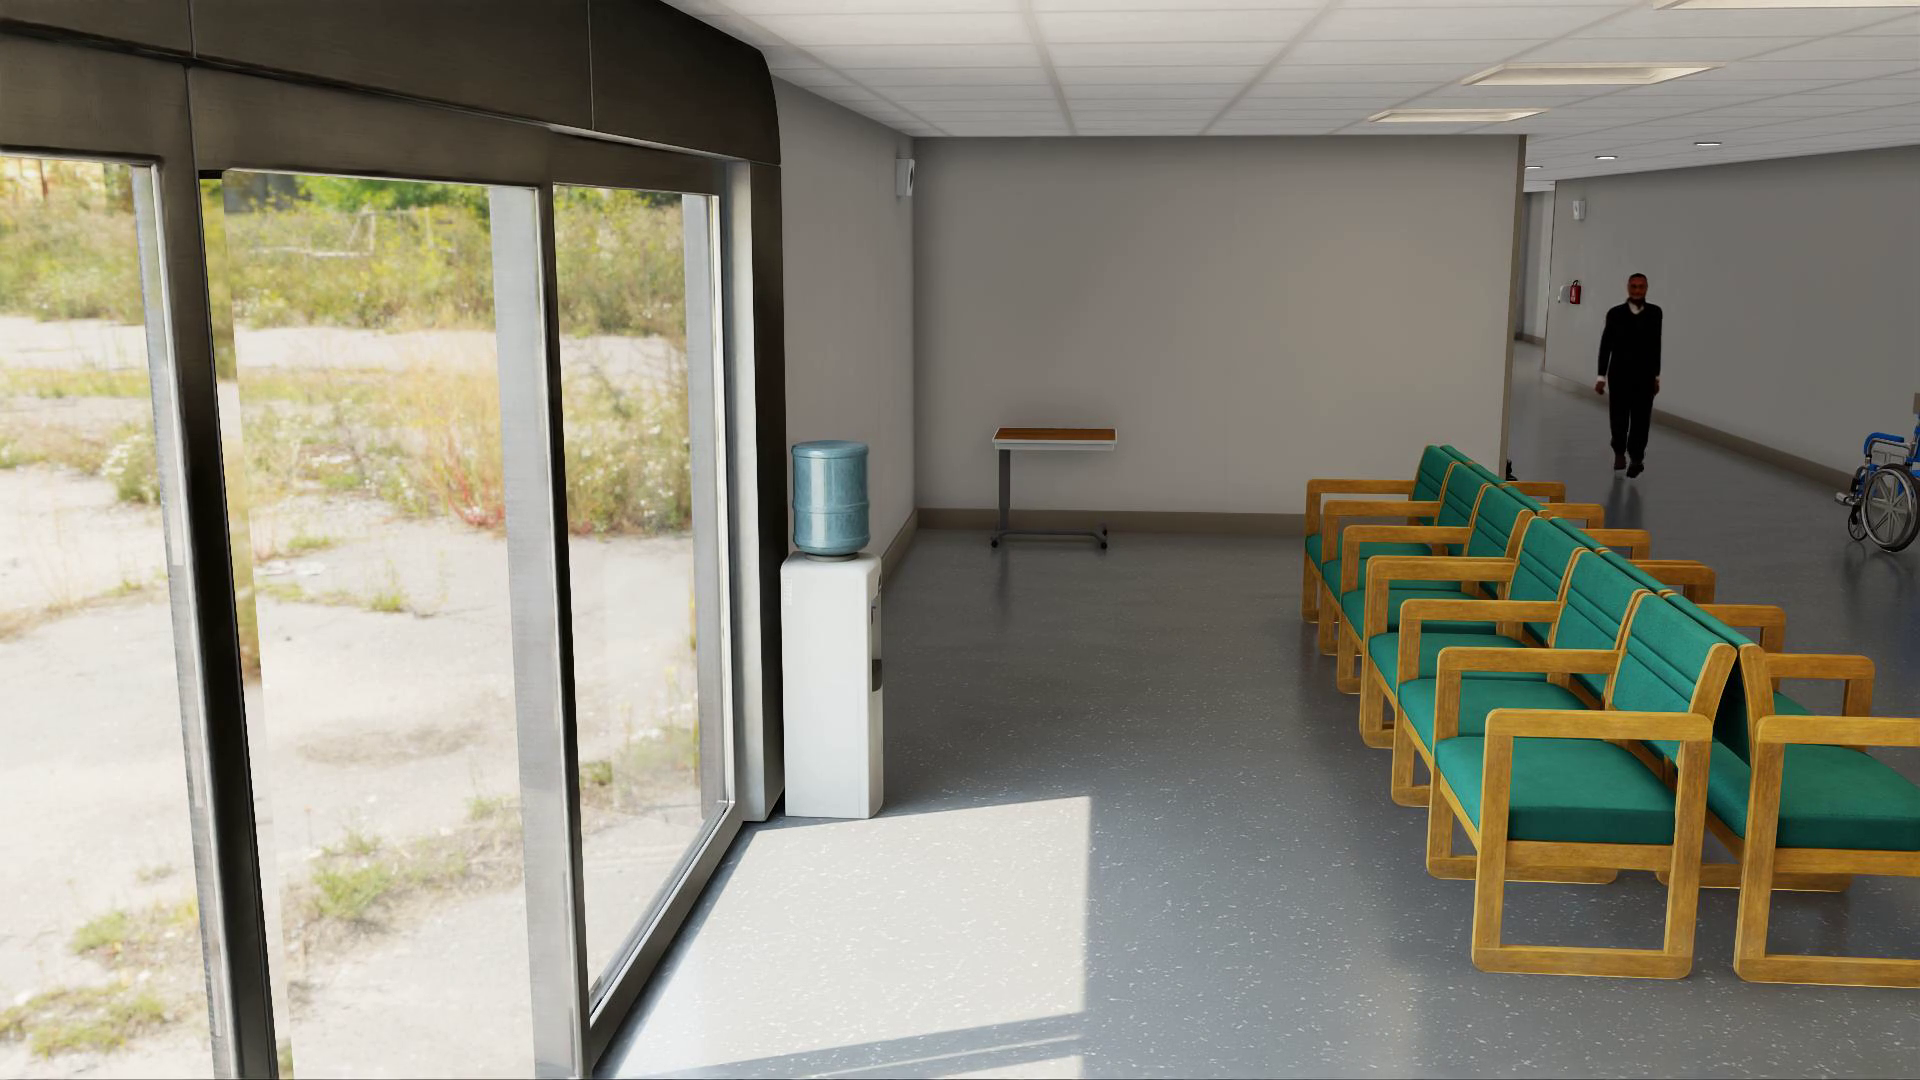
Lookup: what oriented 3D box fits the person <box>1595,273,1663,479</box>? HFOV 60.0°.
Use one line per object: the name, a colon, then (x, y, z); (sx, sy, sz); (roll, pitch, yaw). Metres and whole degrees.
person: (6.275, -1.520, 15.588); (1.247, 1.857, 0.977); (3, 11, 17)
